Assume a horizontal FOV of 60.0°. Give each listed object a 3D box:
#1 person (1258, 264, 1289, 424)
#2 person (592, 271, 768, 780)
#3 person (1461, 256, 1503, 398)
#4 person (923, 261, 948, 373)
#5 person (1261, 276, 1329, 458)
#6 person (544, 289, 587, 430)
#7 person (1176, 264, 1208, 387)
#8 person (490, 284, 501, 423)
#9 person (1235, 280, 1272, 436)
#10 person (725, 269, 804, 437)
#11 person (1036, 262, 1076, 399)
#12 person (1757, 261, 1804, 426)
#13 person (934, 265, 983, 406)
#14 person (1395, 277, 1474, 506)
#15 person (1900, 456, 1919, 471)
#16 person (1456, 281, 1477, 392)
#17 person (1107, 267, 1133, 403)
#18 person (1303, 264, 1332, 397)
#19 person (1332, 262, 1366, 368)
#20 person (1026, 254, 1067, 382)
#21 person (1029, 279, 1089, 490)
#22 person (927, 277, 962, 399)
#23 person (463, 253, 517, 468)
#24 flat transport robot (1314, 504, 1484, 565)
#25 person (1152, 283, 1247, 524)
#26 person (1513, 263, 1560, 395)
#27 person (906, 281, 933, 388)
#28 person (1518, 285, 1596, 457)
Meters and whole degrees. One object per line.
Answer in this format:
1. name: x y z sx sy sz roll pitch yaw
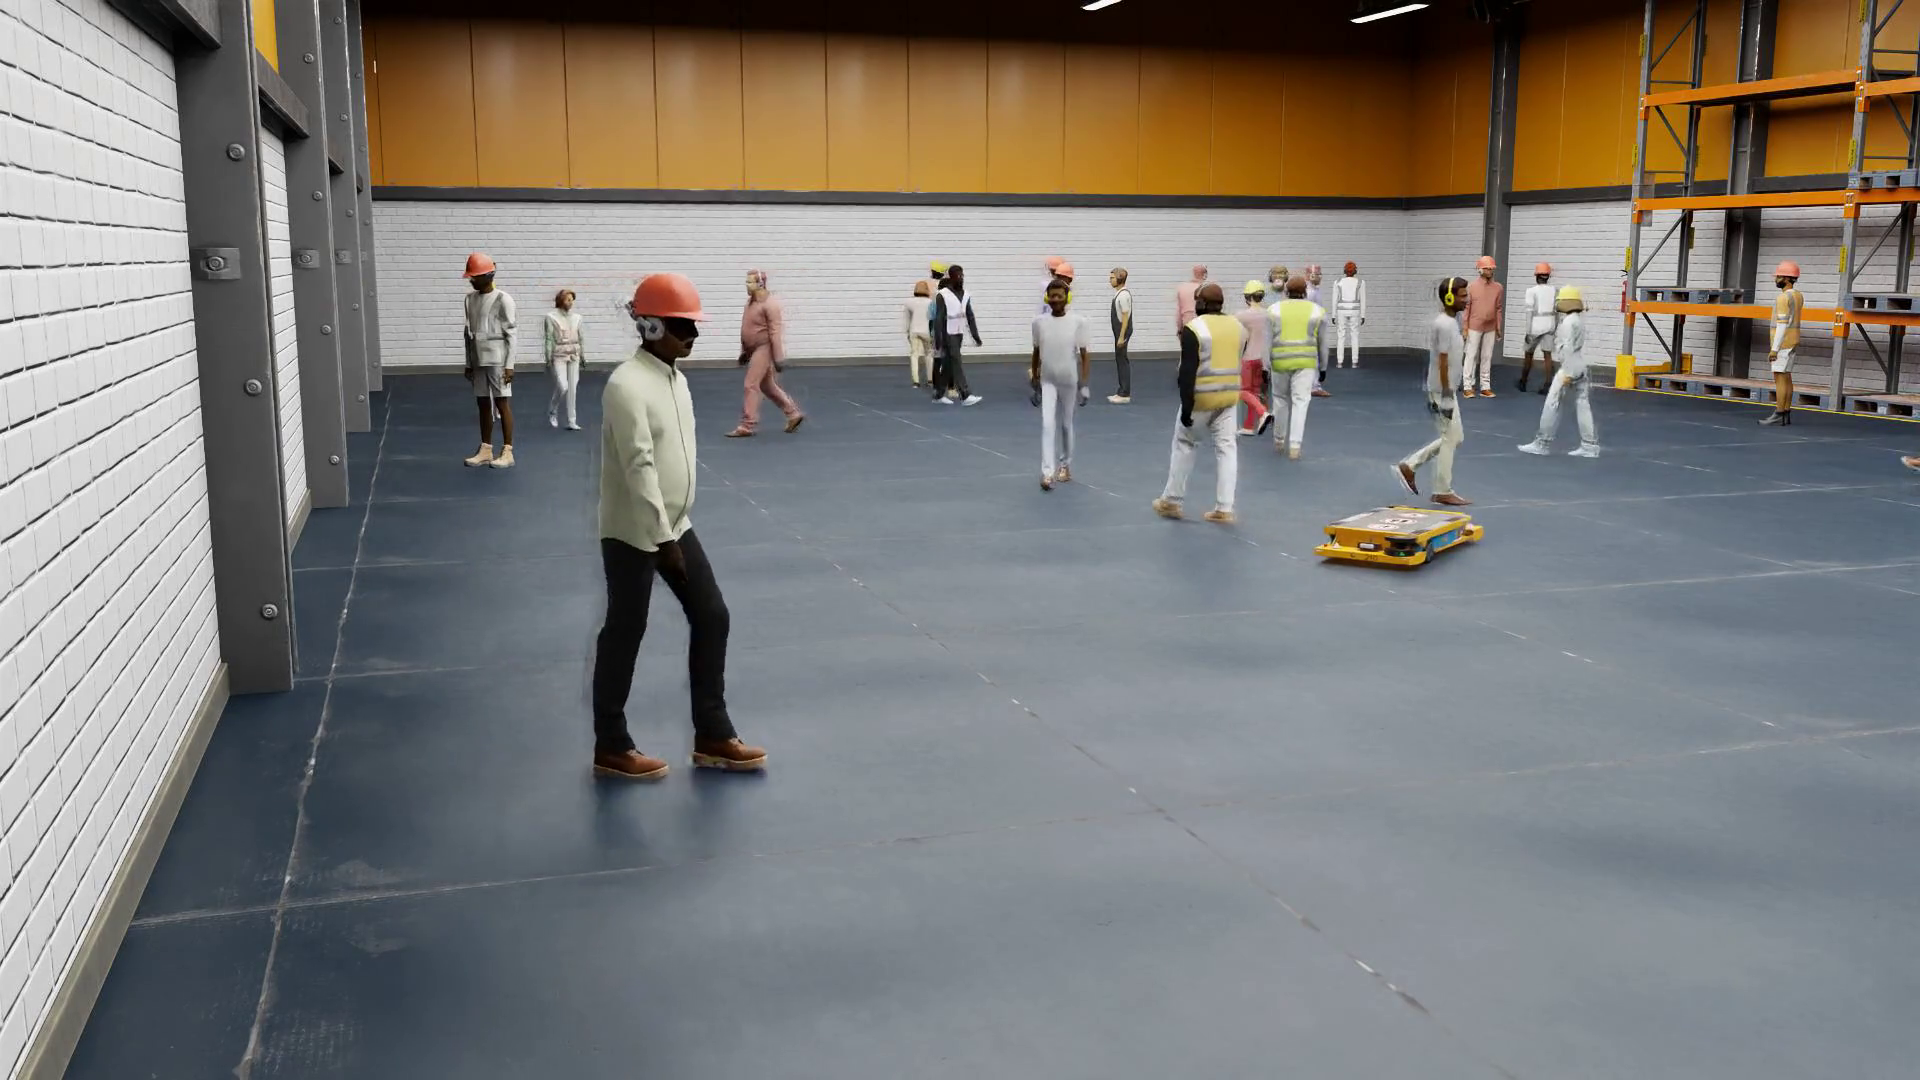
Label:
1. person: 3.800 -2.367 20.063 0.635 1.919 0.674 2 10 10
2. person: -1.082 -0.029 6.360 0.810 1.962 0.630 3 10 18
3. person: 7.376 -3.003 23.499 0.622 1.994 0.382 -2 10 -12
4. person: -0.465 -3.776 28.302 0.630 1.888 0.417 8 13 40
5. person: 3.389 -1.756 16.841 0.660 1.796 0.931 2 10 11
6. person: -4.526 -2.062 19.118 0.360 1.624 0.527 8 13 39
7. person: 3.491 -3.138 24.597 0.655 1.883 0.537 6 11 30
8. person: -5.685 -2.290 20.173 0.537 1.720 0.924 -3 10 -19
9. person: 3.268 -1.997 18.383 0.534 1.745 0.583 -6 11 -31
10. person: -2.180 -2.092 18.614 0.936 1.871 0.636 -5 11 -26
11. person: 1.344 -2.919 23.257 0.572 1.912 0.592 1 10 6
12. person: 9.733 -2.318 19.690 0.350 1.942 0.545 9 13 42
13. person: 0.002 -2.729 22.281 0.978 1.870 0.608 7 12 37
14. person: 3.878 -1.195 13.444 0.551 1.856 0.516 4 11 21
15. person: 8.997 -1.428 14.725 1.069 1.870 0.641 9 14 44
16. person: 7.476 -2.987 24.489 0.511 1.622 0.303 1 10 5
17. person: 2.186 -2.783 22.657 0.328 1.844 0.513 0 10 1
18. person: 4.921 -2.977 23.668 0.735 1.881 0.655 1 10 8
19. person: 6.915 -4.001 29.598 0.578 1.882 0.346 3 10 16
20. person: 1.325 -3.128 24.151 0.600 2.021 0.680 4 10 20
21. person: 0.871 -1.361 14.537 0.542 1.809 0.973 2 10 9
22. person: -0.206 -2.835 23.381 0.540 1.697 0.317 6 12 32
23. person: -4.494 -1.694 15.820 0.607 2.033 0.403 6 11 30
24. flat transport robot: 3.025 -0.048 11.376 0.652 0.197 1.431 7 12 35
25. person: 1.841 -1.050 12.735 0.636 1.807 0.859 -5 11 -28
26. person: 8.398 -3.057 24.113 0.568 1.886 0.974 -1 10 -5
27. person: -0.579 -3.140 25.411 0.510 1.599 0.769 2 10 14
28. person: 6.055 -1.694 16.745 0.821 1.706 0.503 7 12 36
